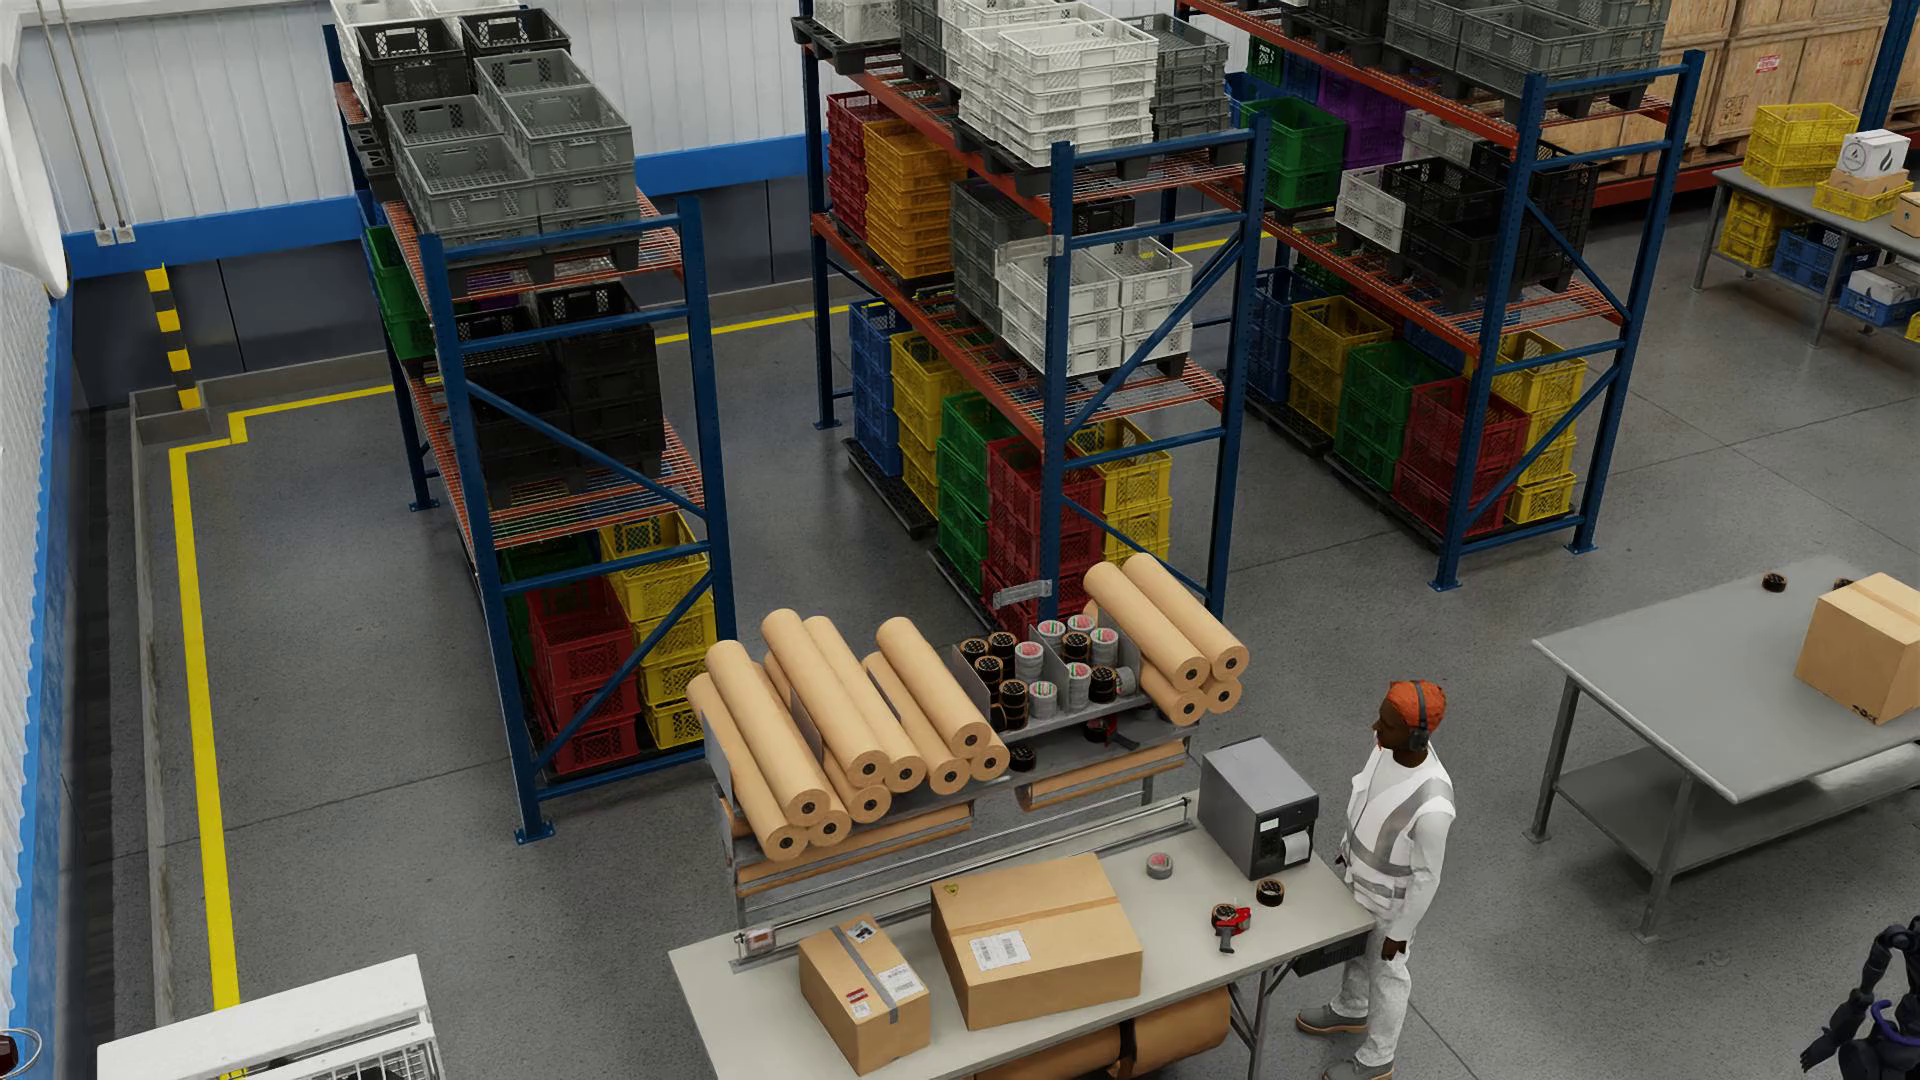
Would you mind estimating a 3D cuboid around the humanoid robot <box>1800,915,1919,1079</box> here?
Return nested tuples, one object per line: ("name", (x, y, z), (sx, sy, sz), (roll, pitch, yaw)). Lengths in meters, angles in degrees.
("humanoid robot", (3.286, 1.750, 5.772), (0.608, 1.657, 0.313), (-1, 32, -2))

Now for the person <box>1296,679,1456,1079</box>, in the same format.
("person", (1.597, 1.306, 6.312), (0.356, 1.882, 0.574), (-5, 32, -8))
